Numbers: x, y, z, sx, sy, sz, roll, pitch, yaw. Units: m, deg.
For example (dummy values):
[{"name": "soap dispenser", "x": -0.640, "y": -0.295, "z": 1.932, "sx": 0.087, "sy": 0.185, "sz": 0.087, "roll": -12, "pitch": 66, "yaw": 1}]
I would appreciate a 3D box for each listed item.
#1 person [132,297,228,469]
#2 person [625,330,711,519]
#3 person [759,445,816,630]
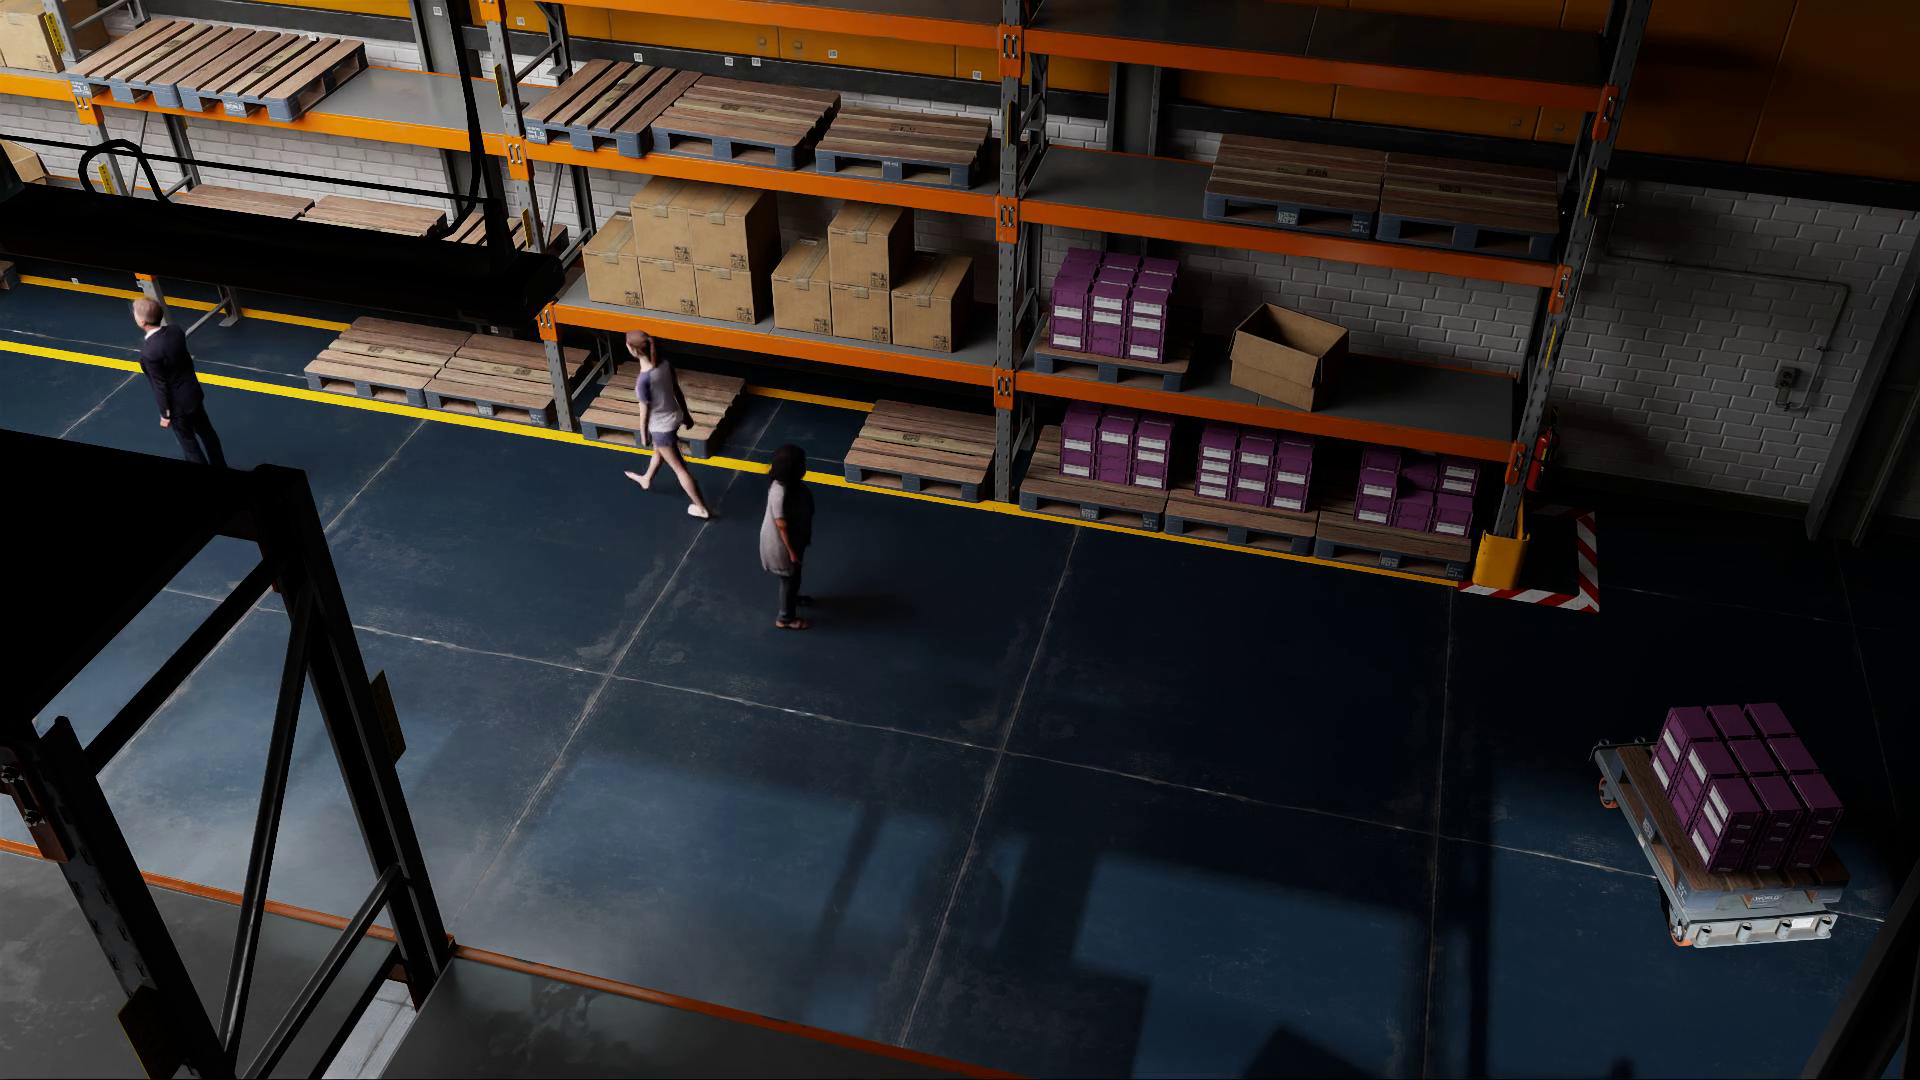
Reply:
[{"name": "person", "x": -6.405, "y": -1.187, "z": 13.632, "sx": 0.611, "sy": 1.815, "sz": 0.699, "roll": 6, "pitch": 39, "yaw": 8}, {"name": "person", "x": -2.291, "y": -0.878, "z": 13.326, "sx": 1.153, "sy": 1.714, "sz": 0.771, "roll": 19, "pitch": 42, "yaw": 22}, {"name": "person", "x": -1.311, "y": -0.033, "z": 12.361, "sx": 0.756, "sy": 1.598, "sz": 0.723, "roll": -1, "pitch": 39, "yaw": -1}]
